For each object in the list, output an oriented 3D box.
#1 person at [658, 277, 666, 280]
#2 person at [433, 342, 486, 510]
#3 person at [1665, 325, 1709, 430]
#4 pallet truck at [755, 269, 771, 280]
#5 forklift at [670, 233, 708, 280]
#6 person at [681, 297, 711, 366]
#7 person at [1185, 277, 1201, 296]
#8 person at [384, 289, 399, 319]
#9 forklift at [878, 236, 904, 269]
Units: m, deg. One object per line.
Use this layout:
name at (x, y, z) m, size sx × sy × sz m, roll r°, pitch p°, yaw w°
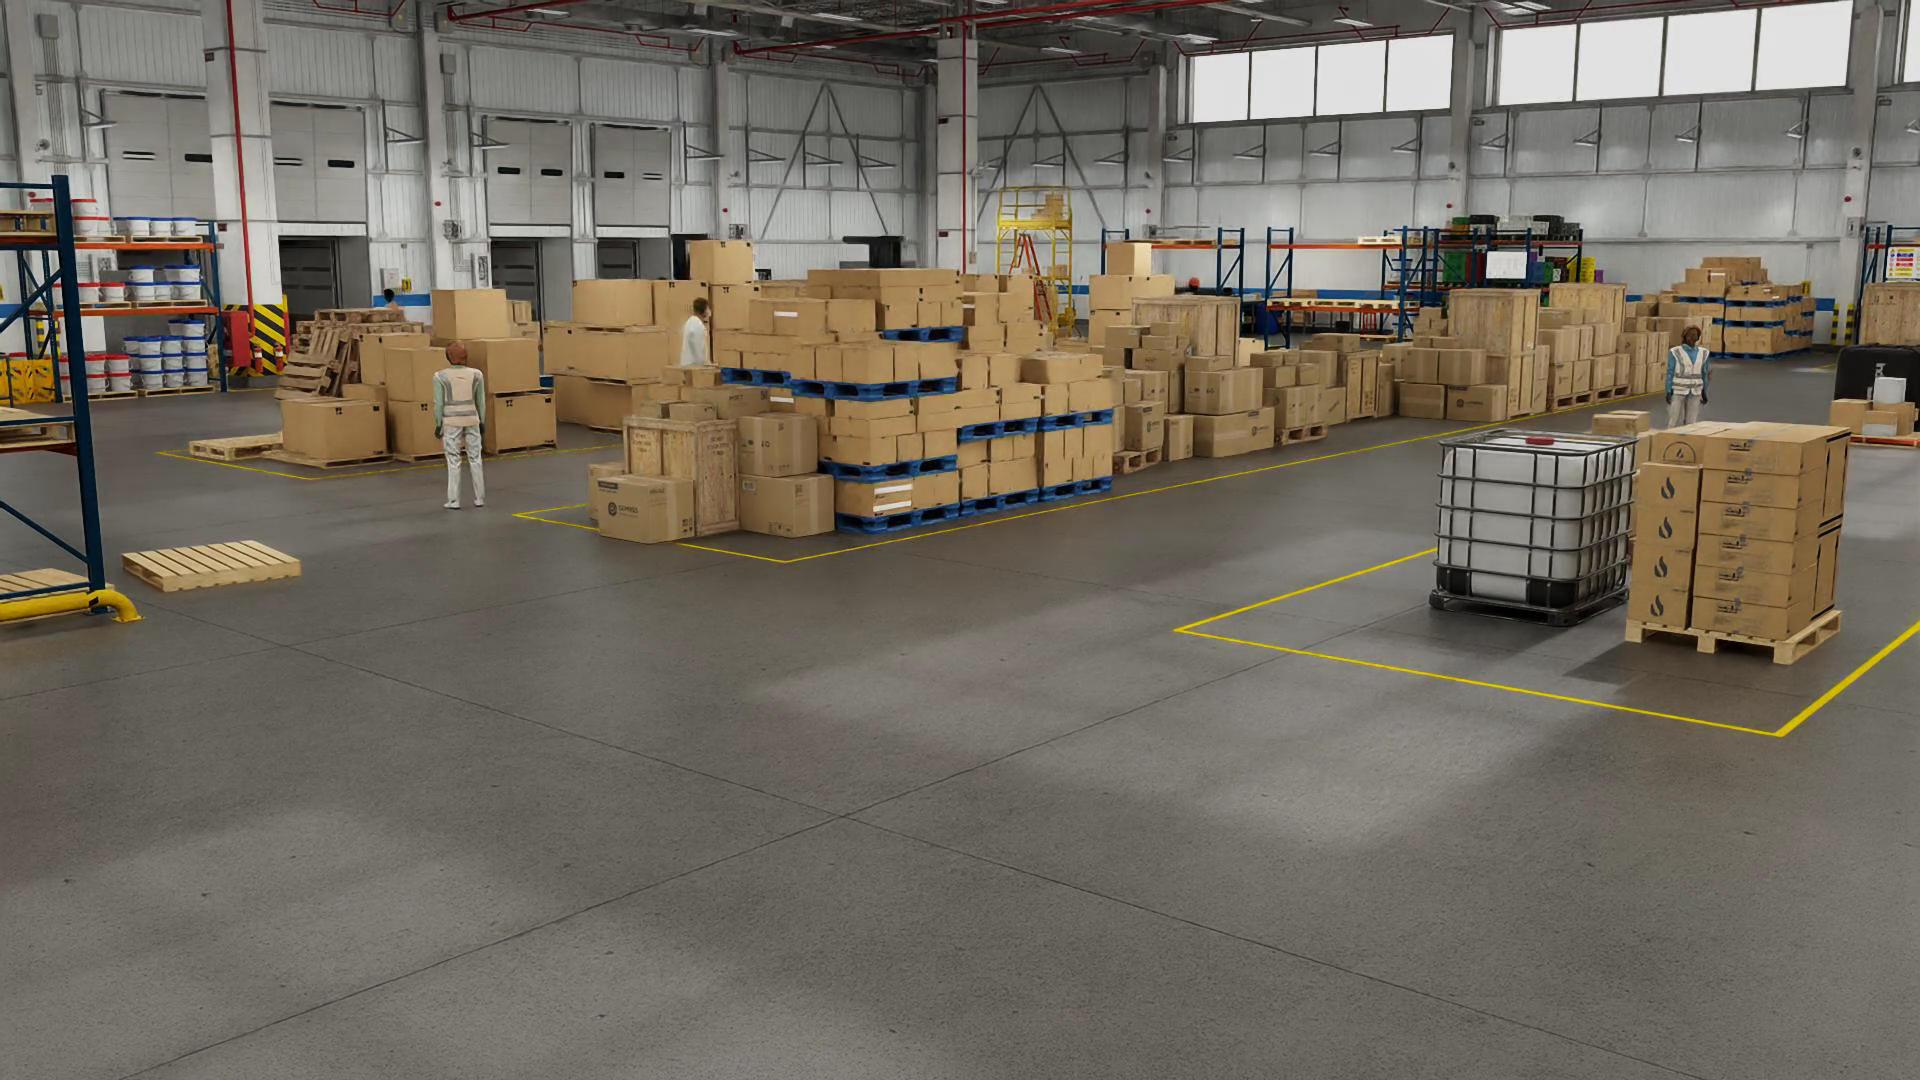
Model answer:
person at (-6.417, -4.708, 35.928) m, size 0.636 × 1.928 × 0.391 m, roll -5°, pitch 11°, yaw -26°
person at (-4.888, -1.117, 16.280) m, size 0.522 × 1.640 × 0.306 m, roll -7°, pitch 12°, yaw -36°
person at (8.652, -1.739, 19.822) m, size 0.514 × 1.642 × 0.310 m, roll 0°, pitch 10°, yaw -2°
pallet truck at (-4.996, -6.432, 45.525) m, size 1.885 × 1.965 × 0.823 m, roll -6°, pitch 12°, yaw -32°
forklift at (-5.348, -4.666, 32.959) m, size 1.873 × 2.768 × 1.129 m, roll -8°, pitch 13°, yaw -39°
person at (-3.372, -2.239, 21.920) m, size 0.901 × 1.901 × 0.642 m, roll -3°, pitch 10°, yaw -16°
person at (5.100, -4.828, 36.623) m, size 0.423 × 1.916 × 0.571 m, roll 3°, pitch 10°, yaw 16°
person at (-12.602, -4.783, 37.115) m, size 0.853 × 1.659 × 0.531 m, roll -6°, pitch 12°, yaw -33°
forklift at (-1.629, -5.799, 39.408) m, size 1.873 × 2.768 × 1.129 m, roll 2°, pitch 10°, yaw 14°
